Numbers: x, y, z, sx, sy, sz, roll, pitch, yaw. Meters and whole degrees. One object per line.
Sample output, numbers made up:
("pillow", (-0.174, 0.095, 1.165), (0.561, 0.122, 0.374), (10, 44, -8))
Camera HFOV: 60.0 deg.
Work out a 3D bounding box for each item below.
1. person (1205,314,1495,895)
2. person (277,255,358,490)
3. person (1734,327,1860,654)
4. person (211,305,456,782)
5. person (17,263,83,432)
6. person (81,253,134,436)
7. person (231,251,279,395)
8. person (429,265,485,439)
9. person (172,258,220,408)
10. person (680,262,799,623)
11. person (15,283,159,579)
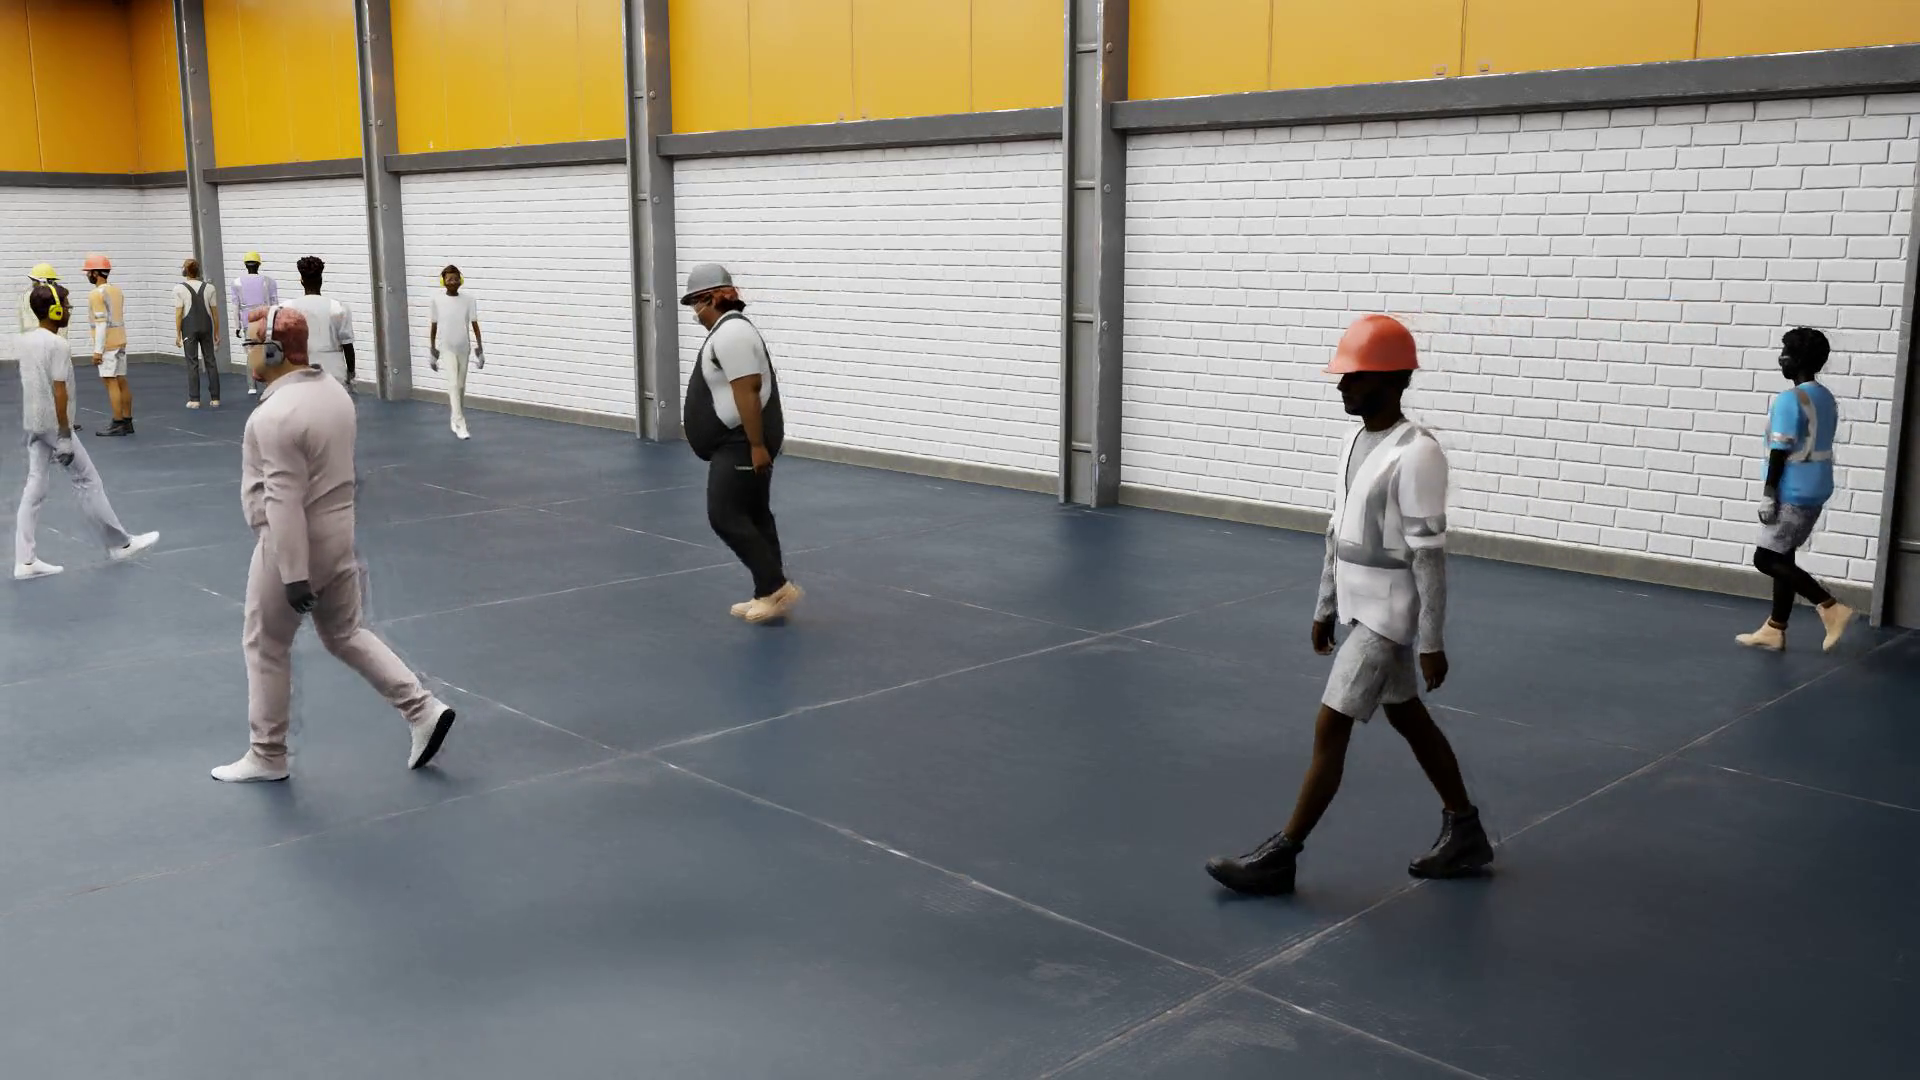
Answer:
("person", (1.338, 0.219, 5.376), (1.019, 1.887, 0.561), (-2, 11, -8))
("person", (-5.294, -1.356, 13.737), (0.607, 1.966, 0.366), (-3, 11, -16))
("person", (4.244, -0.222, 8.328), (0.545, 1.679, 0.553), (-10, 14, -43))
("person", (-2.484, 0.025, 6.467), (0.847, 1.876, 0.640), (1, 10, 6))
("person", (-9.886, -2.074, 18.037), (0.592, 1.828, 0.404), (5, 11, 23))
("person", (-9.089, -2.069, 17.706), (0.377, 1.938, 0.547), (0, 10, -2))
("person", (-9.433, -2.906, 22.324), (0.585, 1.919, 0.374), (-3, 11, -17))
("person", (-5.379, -2.021, 17.754), (0.533, 1.833, 0.951), (-6, 12, -29))
("person", (-9.443, -2.552, 20.594), (0.515, 1.843, 0.326), (-9, 14, -41))
("person", (-1.264, -0.561, 9.201), (0.629, 2.000, 0.724), (0, 10, -2))
("person", (-5.651, -0.702, 10.553), (0.556, 1.821, 0.945), (6, 12, 30))
